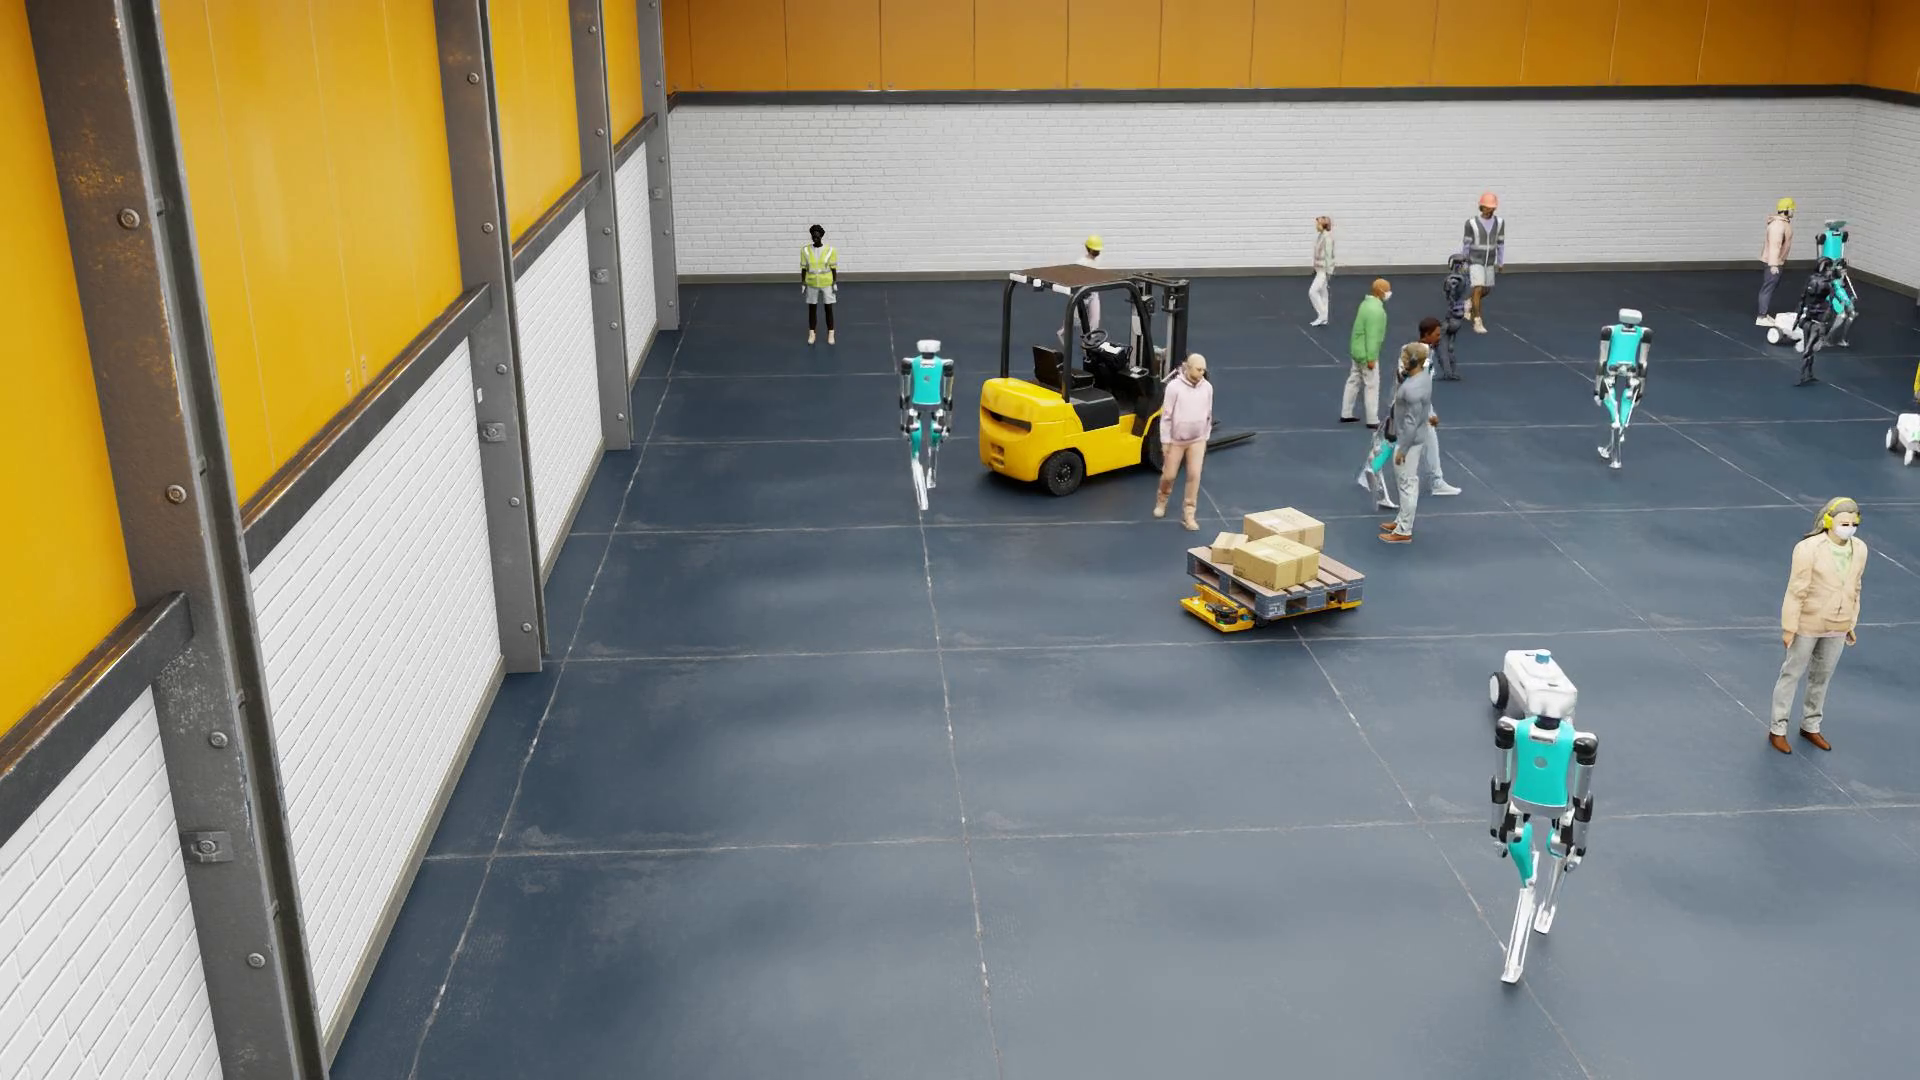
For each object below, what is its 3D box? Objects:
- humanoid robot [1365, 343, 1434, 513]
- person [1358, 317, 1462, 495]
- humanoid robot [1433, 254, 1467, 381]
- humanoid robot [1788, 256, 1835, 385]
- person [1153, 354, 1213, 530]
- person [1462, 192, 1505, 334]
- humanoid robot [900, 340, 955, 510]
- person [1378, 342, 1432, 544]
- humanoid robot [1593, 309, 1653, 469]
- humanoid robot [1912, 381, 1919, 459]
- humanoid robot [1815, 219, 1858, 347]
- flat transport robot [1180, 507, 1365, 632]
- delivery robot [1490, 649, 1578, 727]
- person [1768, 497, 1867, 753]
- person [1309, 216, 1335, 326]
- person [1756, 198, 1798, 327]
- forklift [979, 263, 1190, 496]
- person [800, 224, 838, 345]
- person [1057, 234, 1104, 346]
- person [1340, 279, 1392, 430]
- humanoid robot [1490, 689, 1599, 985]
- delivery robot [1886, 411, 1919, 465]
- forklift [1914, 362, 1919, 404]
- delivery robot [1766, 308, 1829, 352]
[{"bbox_3d":[4.260,-1.074,16.559,0.706,1.881,0.534,19,27,42],"label":"humanoid robot"},{"bbox_3d":[4.649,-1.367,17.051,1.027,1.861,0.609,11,23,27],"label":"person"},{"bbox_3d":[6.328,-2.864,21.386,0.370,1.644,0.585,7,21,18],"label":"humanoid robot"},{"bbox_3d":[10.862,-2.804,21.233,0.567,1.640,0.589,-5,21,-14],"label":"humanoid robot"},{"bbox_3d":[2.164,-0.993,16.178,0.553,1.752,0.627,-4,21,-12],"label":"person"},{"bbox_3d":[7.565,-4.061,24.169,0.615,2.016,0.857,-3,20,-9],"label":"person"},{"bbox_3d":[-0.338,-1.237,16.913,0.558,1.788,0.923,0,20,-1],"label":"humanoid robot"},{"bbox_3d":[4.223,-0.919,15.712,0.373,1.940,0.630,7,21,18],"label":"person"},{"bbox_3d":[7.083,-1.536,17.746,0.545,1.763,1.041,3,20,7],"label":"humanoid robot"},{"bbox_3d":[10.700,-1.634,18.034,0.612,1.646,0.473,0,20,-1],"label":"humanoid robot"},{"bbox_3d":[12.264,-3.547,23.150,0.549,1.752,0.803,-8,22,-21],"label":"humanoid robot"},{"bbox_3d":[2.679,0.492,14.286,1.431,0.231,0.659,-9,22,-24],"label":"flat transport robot"},{"bbox_3d":[4.253,1.096,12.254,0.499,0.614,0.804,0,20,0],"label":"delivery robot"},{"bbox_3d":[6.035,0.584,11.708,0.565,1.876,0.405,-3,20,-8],"label":"person"},{"bbox_3d":[5.277,-3.929,24.350,0.406,1.620,0.541,-1,20,-3],"label":"person"},{"bbox_3d":[11.971,-4.092,24.455,0.402,1.867,0.815,11,23,27],"label":"person"},{"bbox_3d":[1.315,-1.764,17.646,2.313,2.155,1.214,-14,24,-33],"label":"forklift"},{"bbox_3d":[-1.977,-3.582,23.322,0.534,1.693,0.320,1,20,3],"label":"person"},{"bbox_3d":[1.650,-3.329,22.600,0.529,1.722,0.728,-15,25,-35],"label":"person"},{"bbox_3d":[4.791,-2.167,19.392,0.590,1.764,0.546,0,20,1],"label":"person"},{"bbox_3d":[3.263,1.564,9.288,0.545,1.755,1.035,11,23,28],"label":"humanoid robot"},{"bbox_3d":[10.587,-1.148,18.356,0.499,0.605,0.799,6,21,16],"label":"delivery robot"},{"bbox_3d":[12.602,-2.435,19.475,2.313,2.155,1.214,-1,20,-4],"label":"forklift"},{"bbox_3d":[11.727,-2.947,23.266,0.521,0.611,0.782,-7,21,-17],"label":"delivery robot"}]
